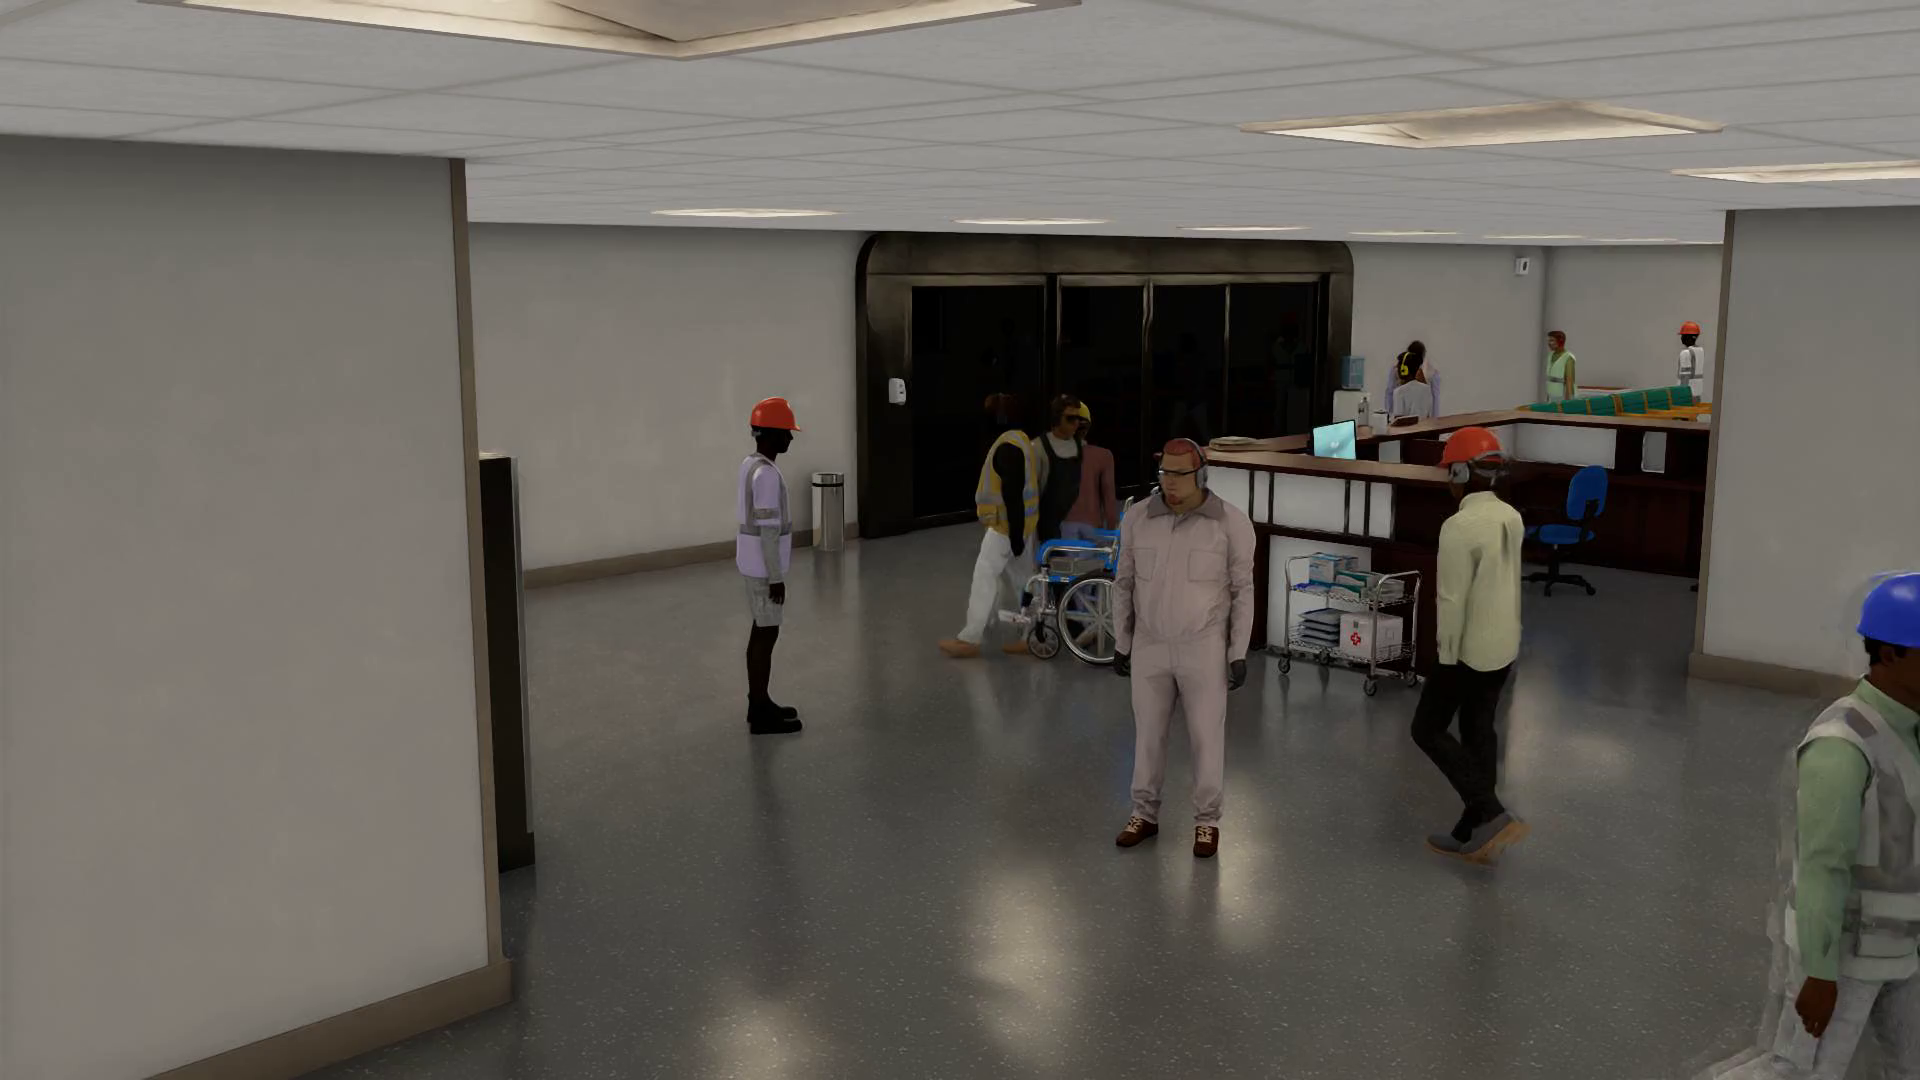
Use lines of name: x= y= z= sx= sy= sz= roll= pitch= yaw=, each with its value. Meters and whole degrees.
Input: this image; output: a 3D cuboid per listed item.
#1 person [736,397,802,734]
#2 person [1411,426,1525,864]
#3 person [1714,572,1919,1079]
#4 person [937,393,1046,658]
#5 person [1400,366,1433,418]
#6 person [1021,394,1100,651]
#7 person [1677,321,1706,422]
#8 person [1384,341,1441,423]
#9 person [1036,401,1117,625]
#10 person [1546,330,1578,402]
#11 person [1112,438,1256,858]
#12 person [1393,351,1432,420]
person: x=-1.088 y=0.146 z=9.563 sx=0.390 sy=1.929 sz=0.545 roll=-3 pitch=10 yaw=-15
person: x=2.282 y=0.483 z=7.389 sx=0.615 sy=1.964 sz=0.499 roll=-8 pitch=12 yaw=-40
person: x=2.283 y=1.006 z=4.342 sx=0.624 sy=1.920 sz=0.904 roll=-7 pitch=12 yaw=-37
person: x=0.205 y=-0.093 z=11.373 sx=0.850 sy=1.810 sz=0.658 roll=1 pitch=9 yaw=7
person: x=4.826 y=-1.051 z=17.792 sx=0.504 sy=1.636 sz=0.280 roll=-6 pitch=11 yaw=-31
person: x=0.723 y=-0.122 z=11.631 sx=0.518 sy=1.783 sz=0.972 roll=-7 pitch=12 yaw=-38
person: x=9.974 y=-2.021 z=22.816 sx=0.545 sy=1.939 sz=0.373 roll=-8 pitch=12 yaw=-41
person: x=5.543 y=-1.540 z=20.359 sx=0.620 sy=1.798 sz=0.955 roll=6 pitch=11 yaw=33
person: x=0.822 y=-0.117 z=11.784 sx=0.544 sy=1.721 sz=0.895 roll=-1 pitch=9 yaw=-7
person: x=8.096 y=-1.898 z=22.394 sx=0.403 sy=1.833 sz=0.630 roll=-2 pitch=9 yaw=-11
person: x=0.991 y=0.485 z=7.549 sx=0.651 sy=1.904 sz=0.403 roll=4 pitch=10 yaw=23
person: x=4.368 y=-0.895 z=16.153 sx=0.507 sy=1.862 sz=0.332 roll=-6 pitch=11 yaw=-33
